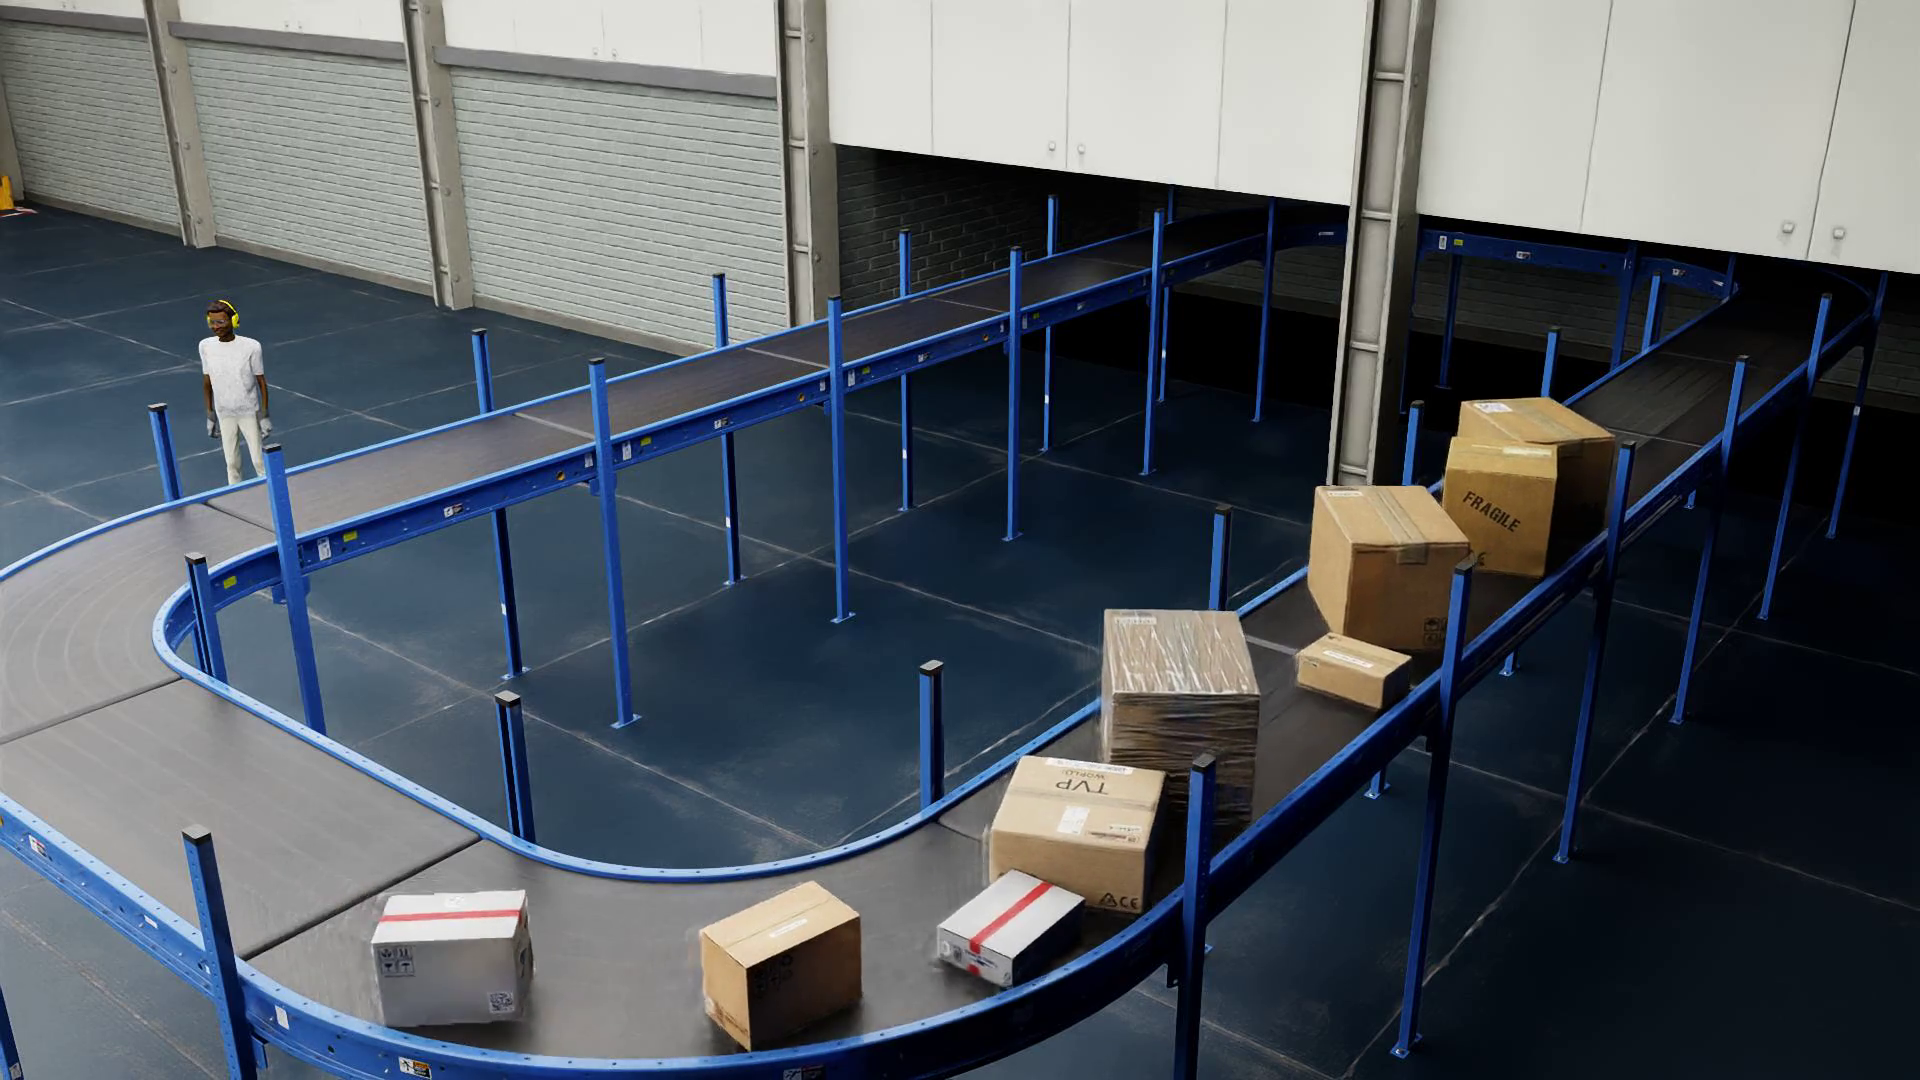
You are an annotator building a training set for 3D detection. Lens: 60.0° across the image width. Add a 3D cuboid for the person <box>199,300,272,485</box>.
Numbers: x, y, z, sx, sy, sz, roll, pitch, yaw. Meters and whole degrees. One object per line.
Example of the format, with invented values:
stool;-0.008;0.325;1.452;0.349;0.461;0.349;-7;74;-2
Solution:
person;-5.702;-0.977;13.121;0.509;1.872;0.328;-1;22;-3
